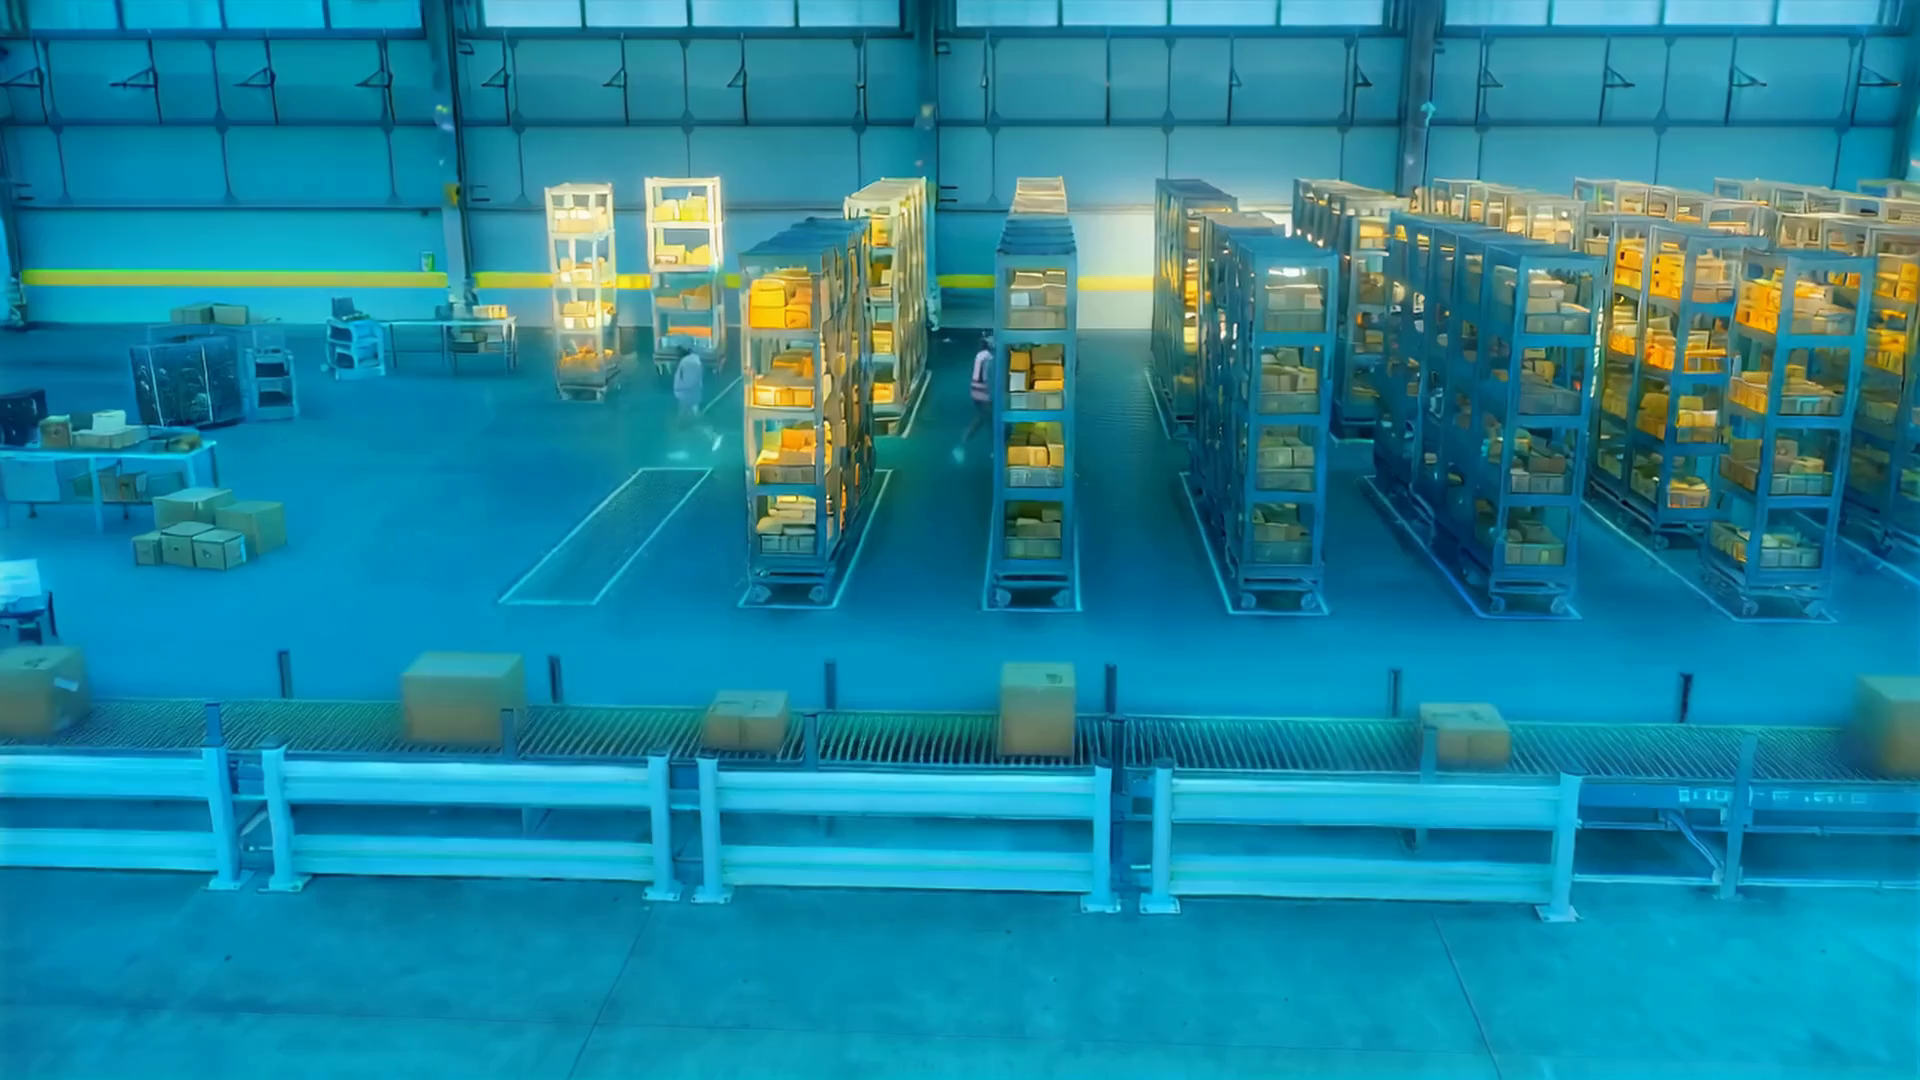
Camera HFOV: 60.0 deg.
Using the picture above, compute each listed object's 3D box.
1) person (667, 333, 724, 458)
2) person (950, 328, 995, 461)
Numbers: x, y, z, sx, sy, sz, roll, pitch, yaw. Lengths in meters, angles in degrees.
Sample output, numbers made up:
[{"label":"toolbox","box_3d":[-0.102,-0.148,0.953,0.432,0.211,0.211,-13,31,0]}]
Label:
[{"label":"person","box_3d":[-3.815,-2.067,23.776,0.751,1.813,0.599,-2,15,-6]},{"label":"person","box_3d":[0.267,-2.039,23.497,0.868,1.914,0.614,-3,15,-10]}]
